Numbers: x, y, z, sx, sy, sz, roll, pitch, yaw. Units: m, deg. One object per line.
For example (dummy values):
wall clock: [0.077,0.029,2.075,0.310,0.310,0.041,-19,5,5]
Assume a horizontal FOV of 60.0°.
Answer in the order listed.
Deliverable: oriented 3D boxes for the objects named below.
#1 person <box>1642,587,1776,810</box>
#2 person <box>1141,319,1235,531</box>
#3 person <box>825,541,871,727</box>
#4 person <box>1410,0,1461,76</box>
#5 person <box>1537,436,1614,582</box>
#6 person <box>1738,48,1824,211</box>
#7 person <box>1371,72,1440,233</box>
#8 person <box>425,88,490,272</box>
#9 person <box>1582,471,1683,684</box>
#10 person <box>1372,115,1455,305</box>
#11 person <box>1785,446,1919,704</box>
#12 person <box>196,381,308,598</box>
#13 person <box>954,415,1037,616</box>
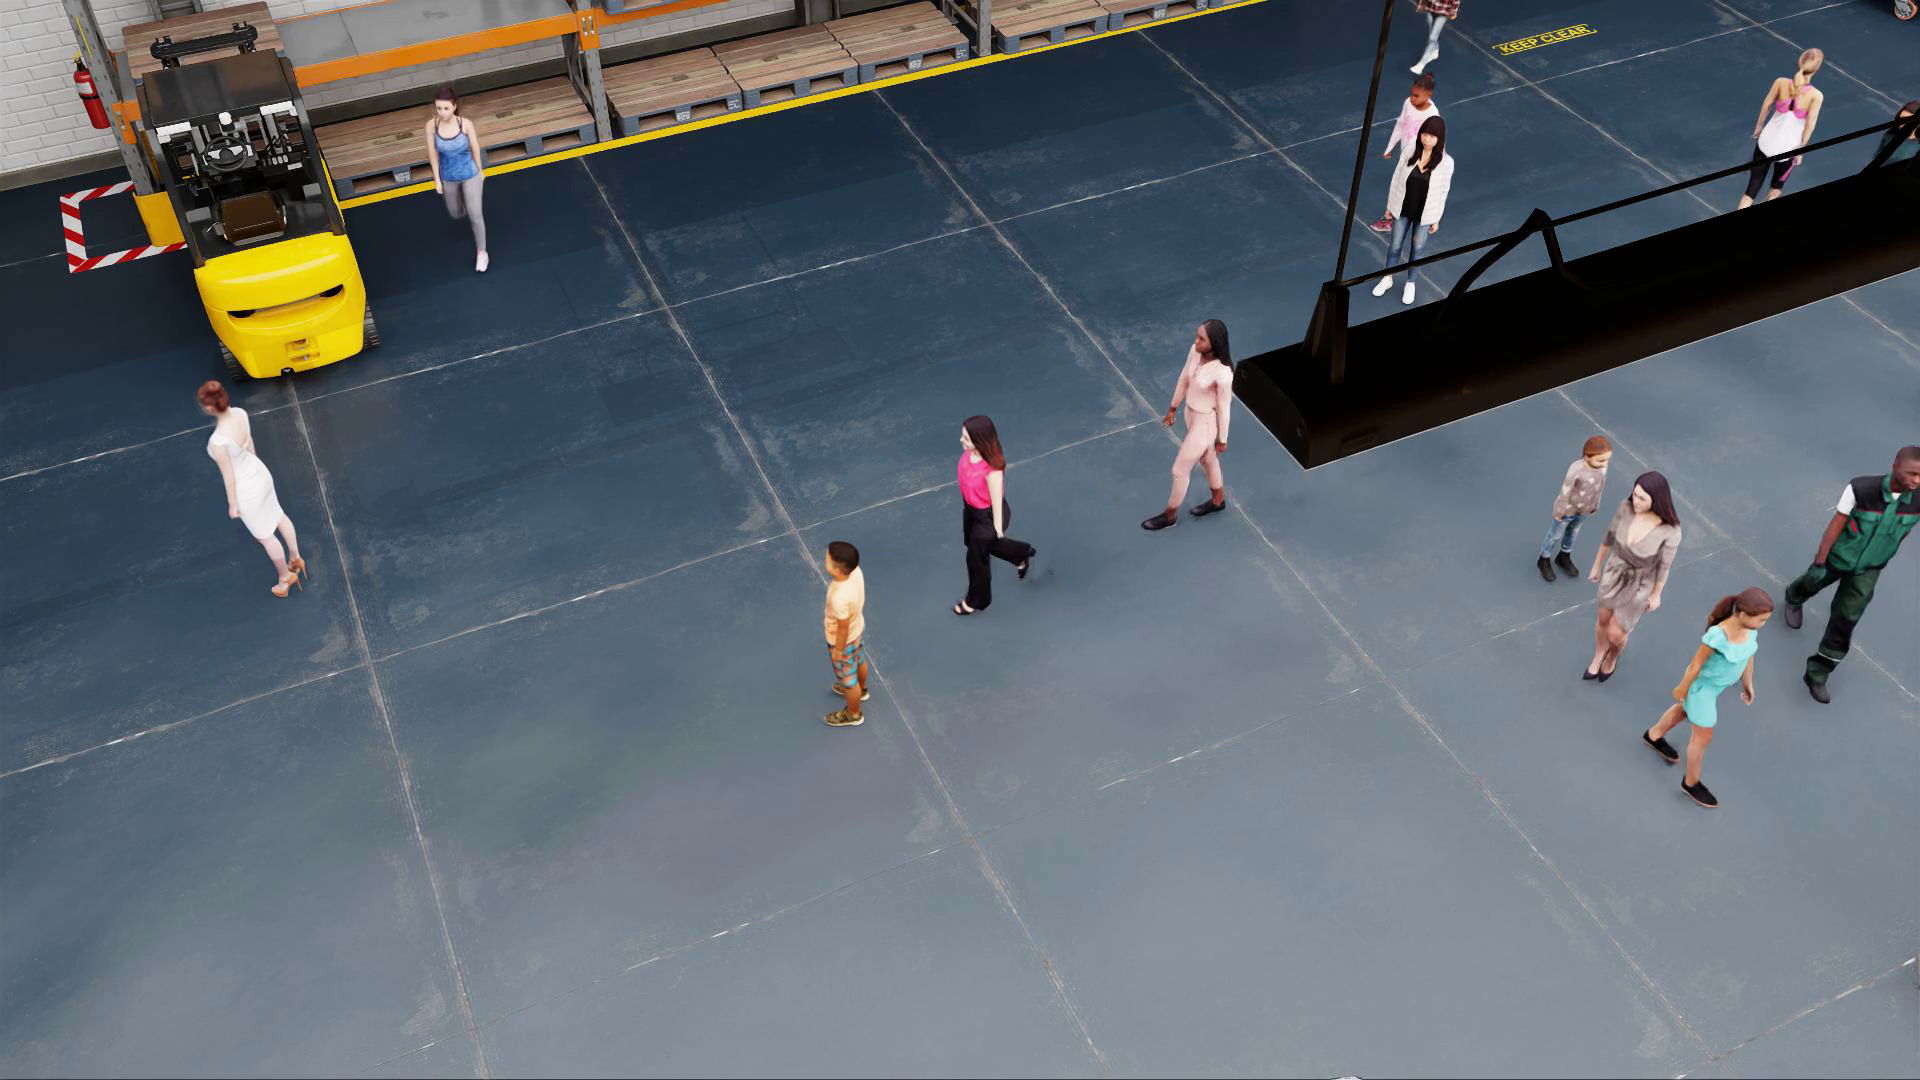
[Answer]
person: [4.392,0.792,9.889,0.840,1.535,0.689,-25,49,-24]
person: [1.755,-0.811,11.457,0.925,1.693,0.689,-13,45,-13]
person: [-0.693,0.555,10.191,0.640,1.461,0.605,7,44,7]
person: [4.767,-5.286,16.459,0.911,1.273,0.672,-33,53,-30]
person: [4.150,-0.246,11.226,0.448,1.193,0.569,-11,45,-11]
person: [6.812,-3.242,13.954,0.863,1.767,1.051,32,52,29]
person: [3.981,-3.376,14.339,0.855,1.431,0.582,-20,47,-20]
person: [-4.166,-3.059,13.888,0.924,1.594,0.835,-2,44,-3]
person: [4.195,0.230,10.339,0.642,1.728,0.670,-28,50,-26]
person: [3.688,-2.688,13.466,0.701,1.638,0.741,19,47,19]
person: [5.579,0.062,10.470,1.263,1.790,1.202,6,44,7]
person: [-4.628,-0.335,10.879,0.641,1.801,0.634,5,44,5]
person: [0.228,-0.181,10.833,0.862,1.641,0.588,-17,46,-17]
